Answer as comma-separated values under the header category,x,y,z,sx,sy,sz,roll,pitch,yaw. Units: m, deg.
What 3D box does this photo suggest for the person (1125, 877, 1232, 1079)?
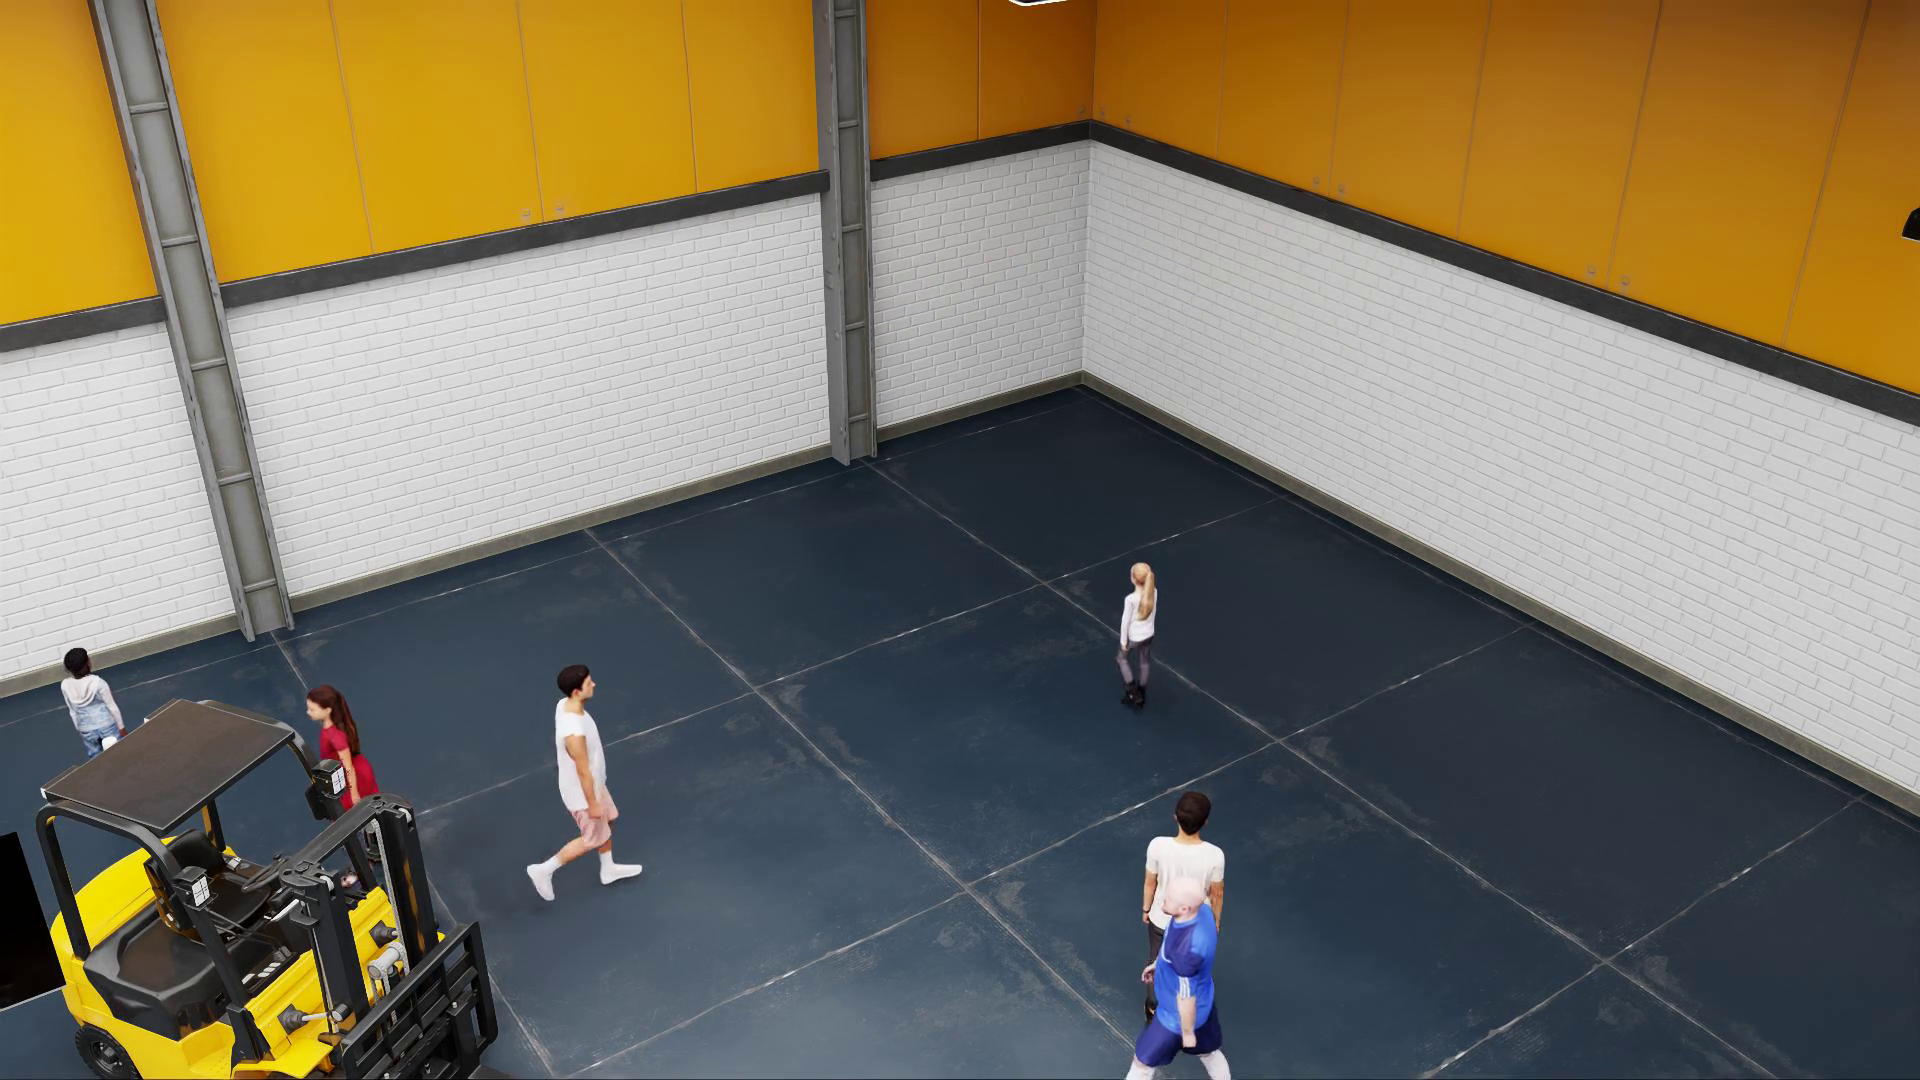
category,x,y,z,sx,sy,sz,roll,pitch,yaw
person,1.319,2.603,9.221,1.171,1.791,1.186,9,30,15

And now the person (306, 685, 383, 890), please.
category,x,y,z,sx,sy,sz,roll,pitch,yaw
person,-4.085,1.608,11.310,0.688,1.538,0.613,-12,31,-21

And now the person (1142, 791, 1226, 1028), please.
category,x,y,z,sx,sy,sz,roll,pitch,yaw
person,1.317,2.239,9.962,0.697,1.721,0.760,5,29,8

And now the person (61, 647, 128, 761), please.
category,x,y,z,sx,sy,sz,roll,pitch,yaw
person,-6.274,1.339,12.093,0.544,1.261,0.623,-3,29,-5

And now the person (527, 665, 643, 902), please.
category,x,y,z,sx,sy,sz,roll,pitch,yaw
person,-2.569,1.640,11.012,1.081,1.767,0.876,-7,29,-12

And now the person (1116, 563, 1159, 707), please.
category,x,y,z,sx,sy,sz,roll,pitch,yaw
person,1.445,0.779,13.108,0.497,1.272,0.588,-13,31,-23
